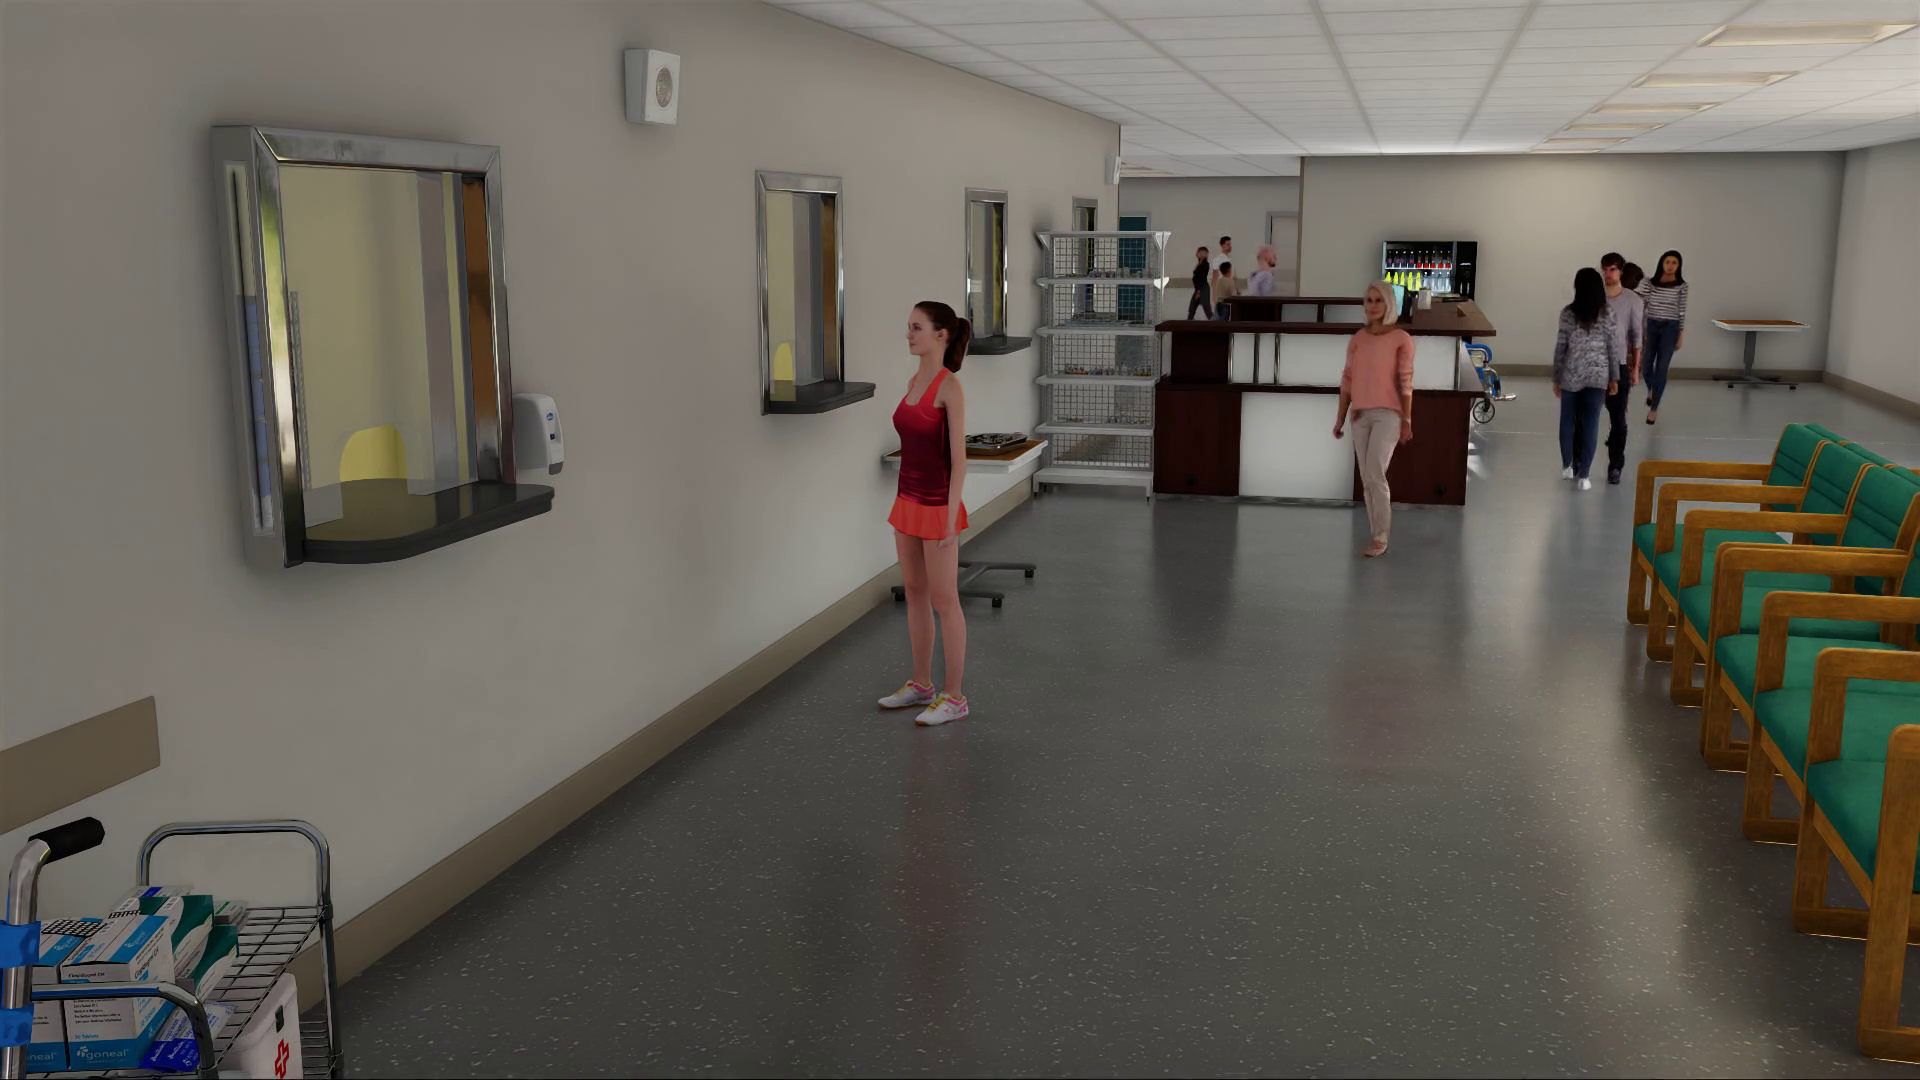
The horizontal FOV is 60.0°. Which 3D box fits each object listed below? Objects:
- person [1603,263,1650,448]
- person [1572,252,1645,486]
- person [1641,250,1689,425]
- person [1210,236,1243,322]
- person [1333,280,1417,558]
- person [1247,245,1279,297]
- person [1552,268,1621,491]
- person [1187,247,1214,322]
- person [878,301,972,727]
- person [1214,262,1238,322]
[{"bbox_3d":[6.045,-1.656,15.154,0.794,1.708,0.724,1,11,6],"label":"person"},{"bbox_3d":[5.217,-1.397,13.447,0.879,1.837,0.896,5,12,23],"label":"person"},{"bbox_3d":[7.249,-2.083,17.174,0.796,1.777,0.767,6,12,29],"label":"person"},{"bbox_3d":[4.446,-4.247,28.543,1.237,1.808,0.920,7,13,32],"label":"person"},{"bbox_3d":[2.644,-0.752,10.379,0.794,1.712,0.720,-10,14,-42],"label":"person"},{"bbox_3d":[3.227,-2.295,18.326,1.308,1.782,0.997,-1,11,-6],"label":"person"},{"bbox_3d":[4.855,-1.239,12.946,0.619,1.713,0.747,5,12,26],"label":"person"},{"bbox_3d":[4.362,-4.313,29.321,1.024,1.646,0.864,-3,11,-14],"label":"person"},{"bbox_3d":[-0.125,-0.126,6.967,0.732,1.754,0.664,-7,13,-34],"label":"person"},{"bbox_3d":[4.182,-3.693,26.603,1.011,1.443,0.999,-7,13,-35],"label":"person"}]
